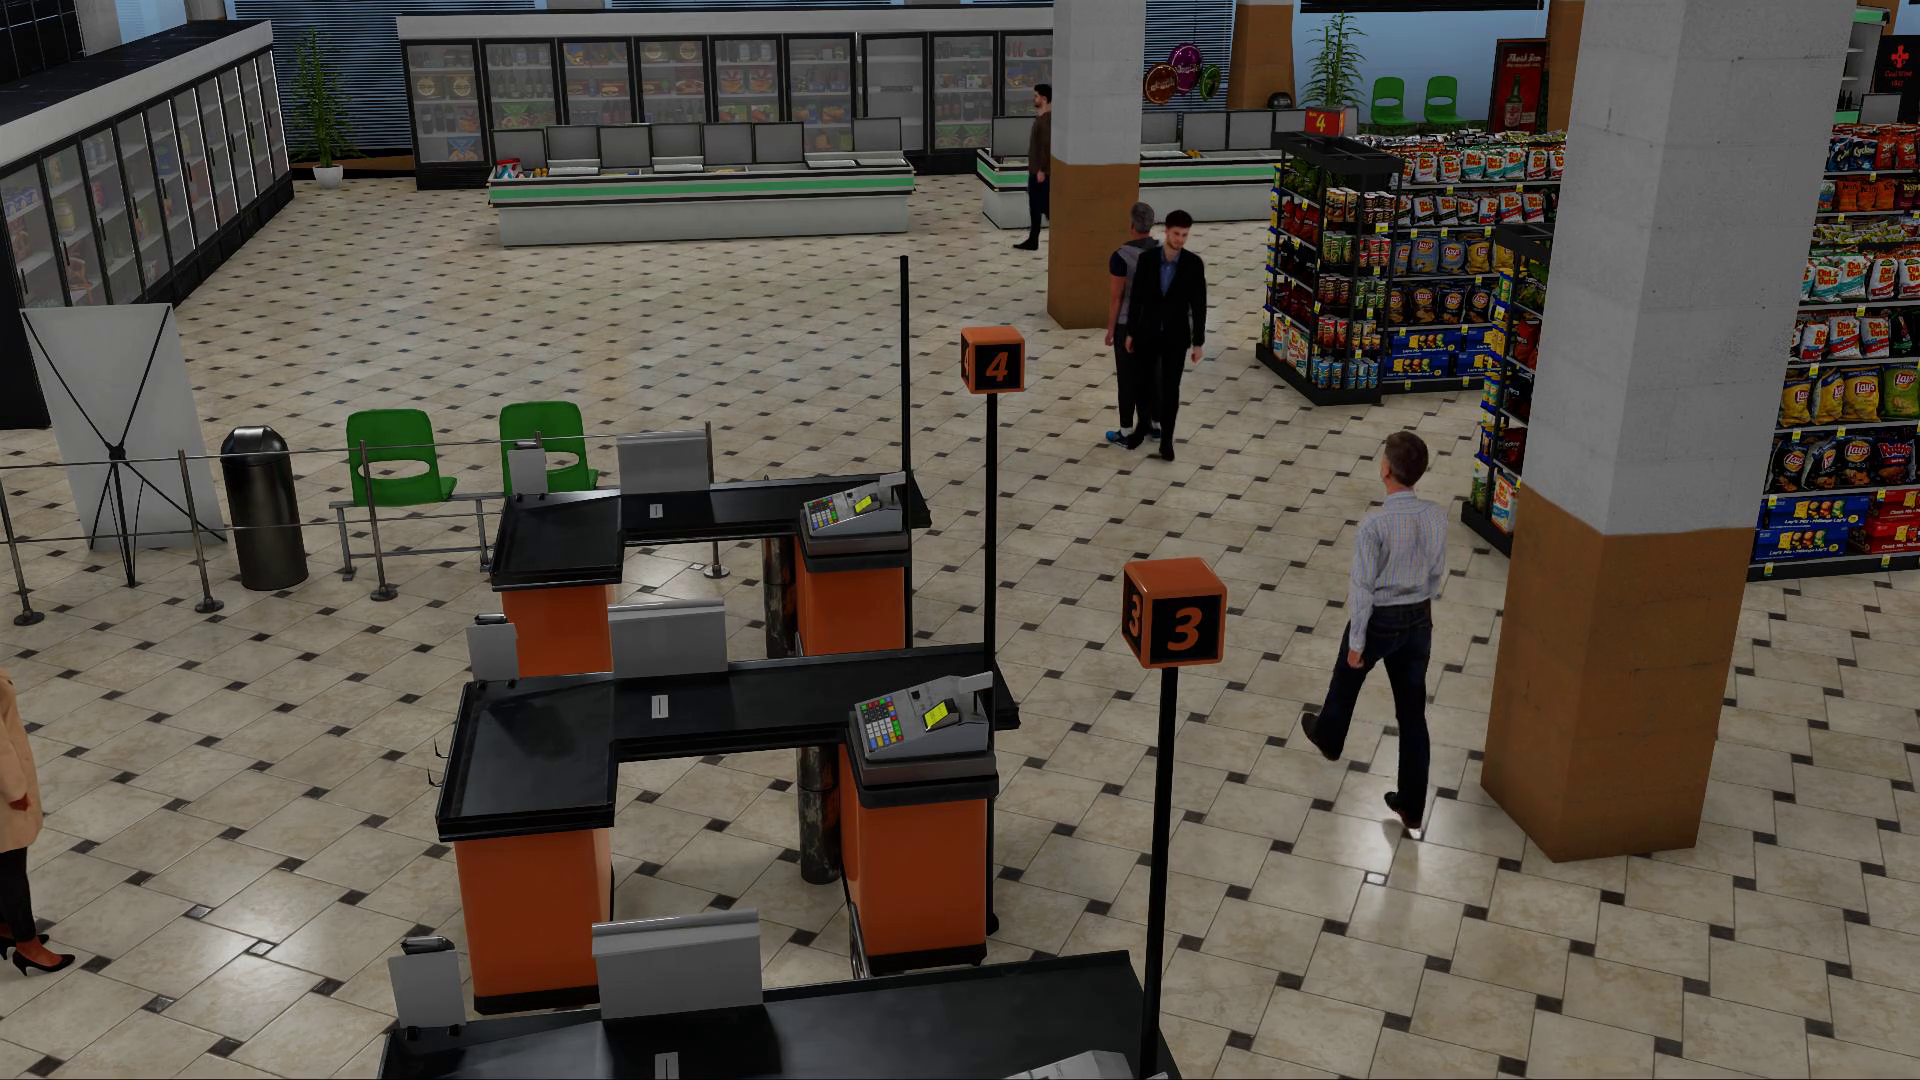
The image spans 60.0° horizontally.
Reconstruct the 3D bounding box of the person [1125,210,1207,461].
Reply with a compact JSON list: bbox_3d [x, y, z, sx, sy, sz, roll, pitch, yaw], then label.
[{"bbox_3d":[1.494,-1.500,12.173,0.858,1.860,0.951,9,23,20],"label":"person"}]

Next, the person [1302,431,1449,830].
[{"bbox_3d":[1.977,0.441,7.470,1.152,1.766,0.845,-7,23,-16],"label":"person"}]

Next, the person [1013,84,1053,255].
[{"bbox_3d":[0.971,-4.227,18.899,0.829,1.905,0.653,-4,22,-11],"label":"person"}]

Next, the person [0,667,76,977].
[{"bbox_3d":[-3.749,0.914,6.404,0.705,1.682,0.730,19,29,39],"label":"person"}]

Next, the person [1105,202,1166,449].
[{"bbox_3d":[1.347,-1.617,12.508,0.621,1.827,0.816,-12,25,-26],"label":"person"}]
